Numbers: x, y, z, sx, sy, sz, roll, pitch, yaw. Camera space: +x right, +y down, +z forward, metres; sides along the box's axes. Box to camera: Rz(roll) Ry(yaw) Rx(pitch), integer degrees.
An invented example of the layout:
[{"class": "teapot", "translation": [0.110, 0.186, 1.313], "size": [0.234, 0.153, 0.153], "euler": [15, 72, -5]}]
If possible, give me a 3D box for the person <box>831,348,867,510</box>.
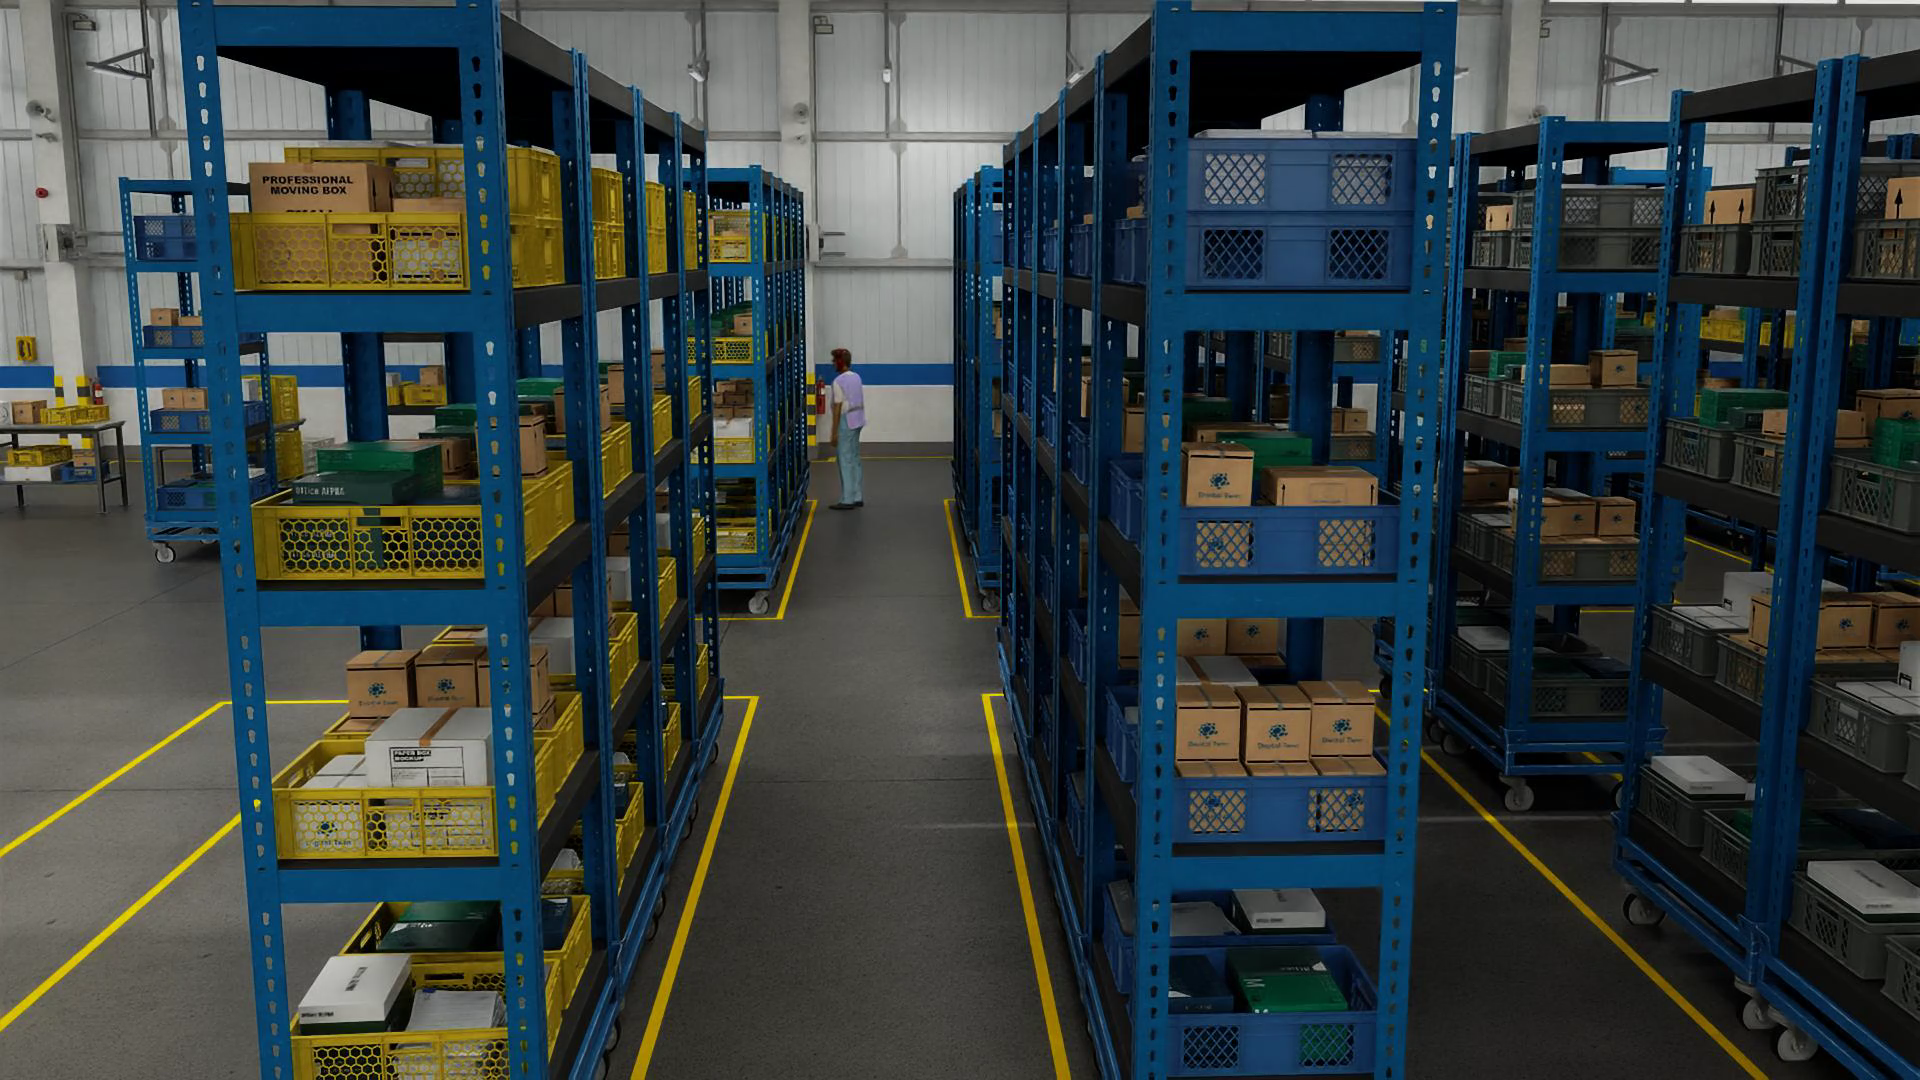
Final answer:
[{"class": "person", "translation": [-1.272, -1.261, 18.961], "size": [0.381, 1.836, 0.560], "euler": [4, 11, 23]}]
